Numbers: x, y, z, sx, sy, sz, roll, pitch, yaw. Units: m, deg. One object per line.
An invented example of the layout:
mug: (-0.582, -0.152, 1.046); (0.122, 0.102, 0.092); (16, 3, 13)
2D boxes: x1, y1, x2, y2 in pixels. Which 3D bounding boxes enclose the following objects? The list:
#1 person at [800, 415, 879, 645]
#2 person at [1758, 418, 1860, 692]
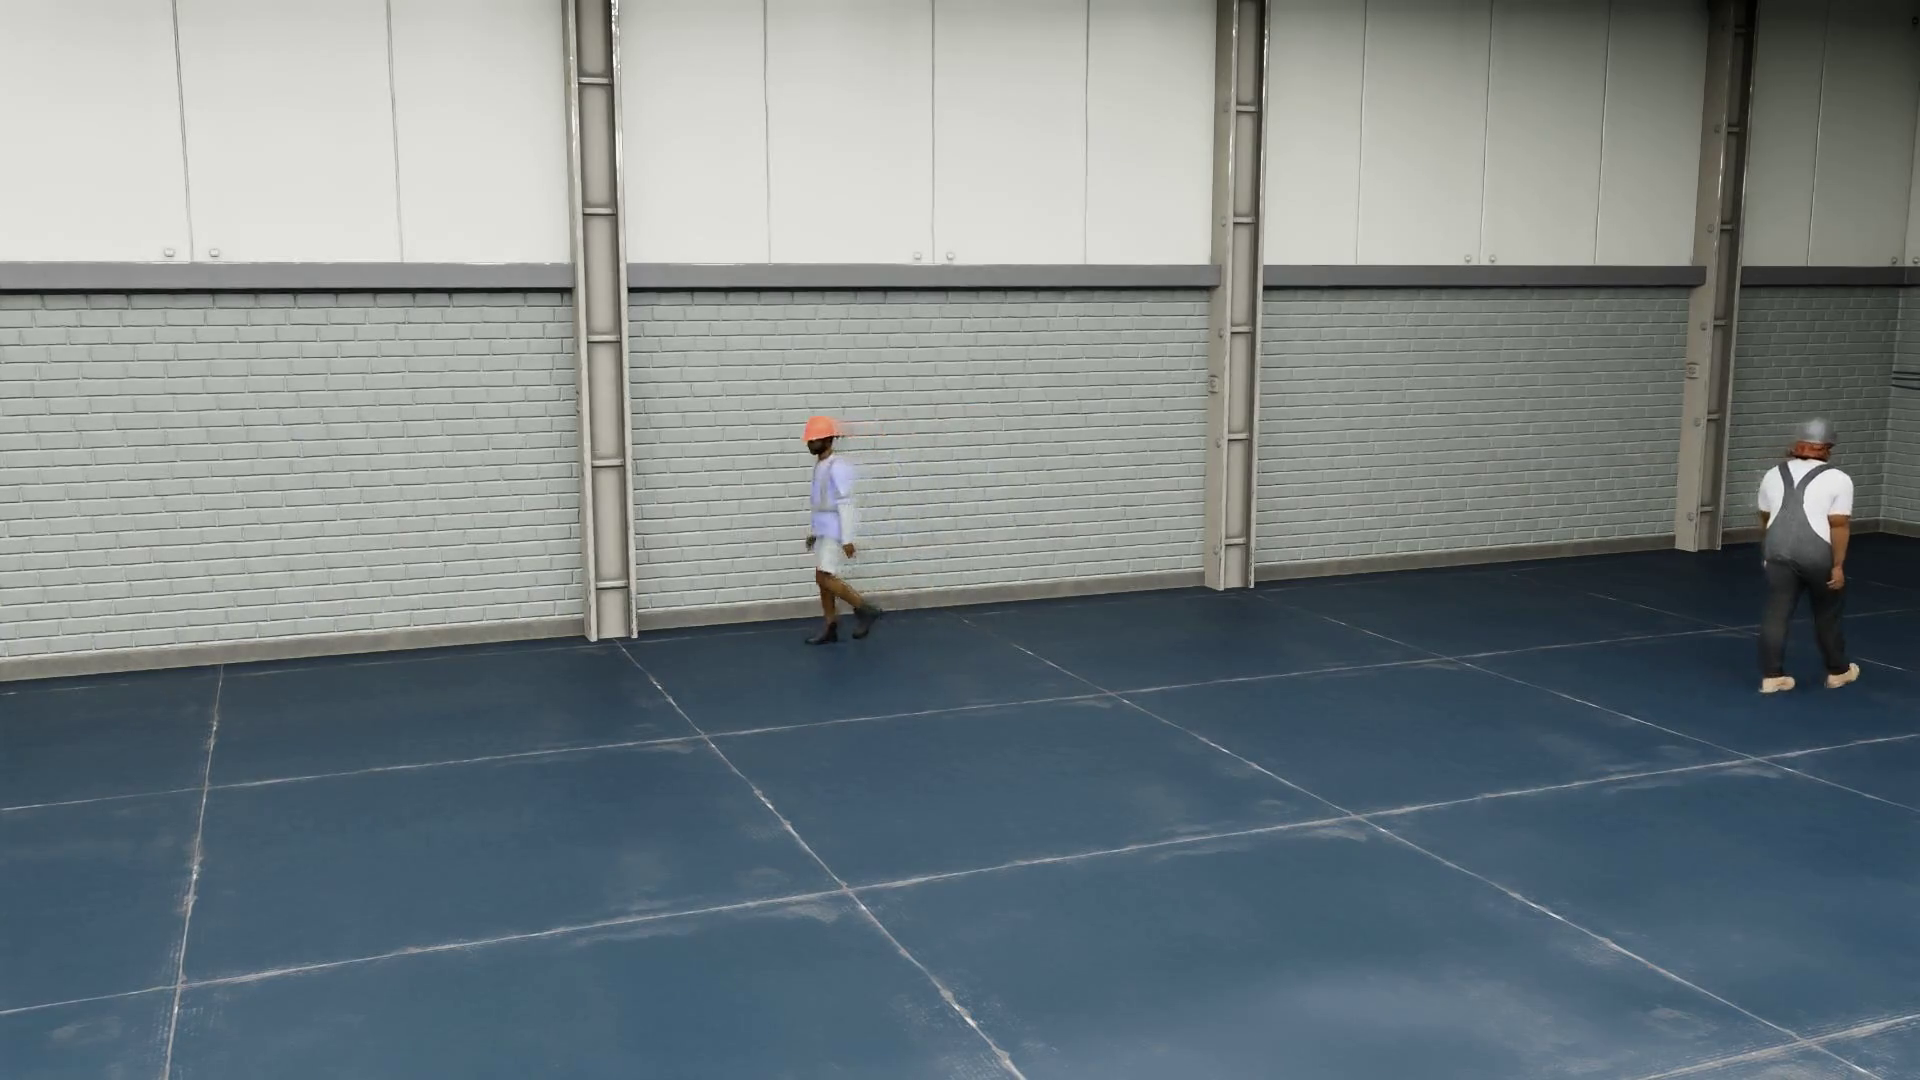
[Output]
person: (-1.037, -0.074, 13.574); (0.547, 1.916, 0.568); (-4, 10, -21)
person: (6.257, 0.088, 12.165); (0.926, 2.000, 0.710); (-6, 11, -32)
